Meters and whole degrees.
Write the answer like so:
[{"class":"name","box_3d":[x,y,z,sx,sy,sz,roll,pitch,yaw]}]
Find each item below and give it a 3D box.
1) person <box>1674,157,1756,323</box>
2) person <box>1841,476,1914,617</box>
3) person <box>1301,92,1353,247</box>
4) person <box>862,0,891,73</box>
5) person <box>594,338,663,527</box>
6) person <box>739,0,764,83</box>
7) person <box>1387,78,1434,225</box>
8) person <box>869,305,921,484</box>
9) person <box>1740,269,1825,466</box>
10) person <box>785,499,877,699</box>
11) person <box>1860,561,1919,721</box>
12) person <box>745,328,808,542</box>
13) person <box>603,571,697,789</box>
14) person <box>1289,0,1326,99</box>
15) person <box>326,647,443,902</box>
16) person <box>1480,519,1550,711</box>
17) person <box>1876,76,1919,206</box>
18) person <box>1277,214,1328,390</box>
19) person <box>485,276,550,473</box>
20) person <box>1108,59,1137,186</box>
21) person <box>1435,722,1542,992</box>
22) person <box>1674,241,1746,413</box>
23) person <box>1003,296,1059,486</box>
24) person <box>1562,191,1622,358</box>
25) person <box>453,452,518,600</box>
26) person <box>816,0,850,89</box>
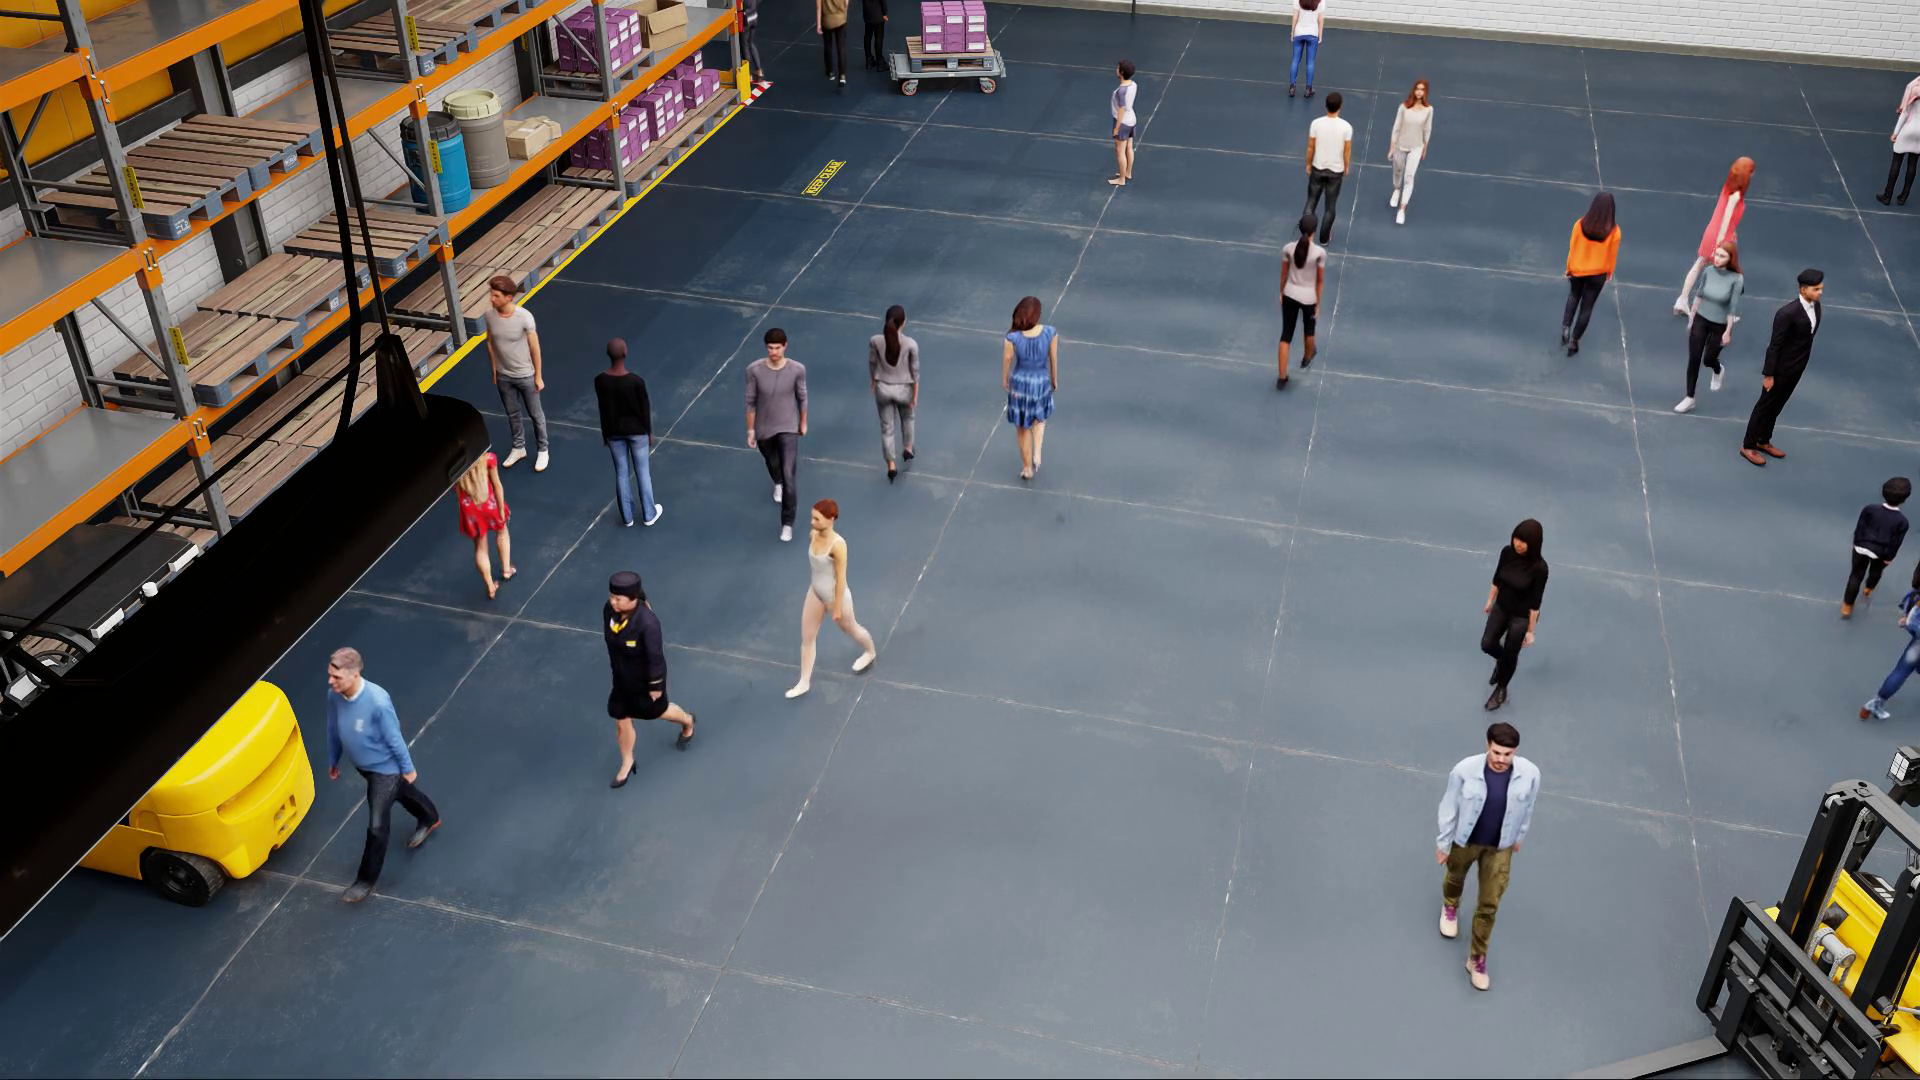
[{"class":"person","box_3d":[7.872,-3.152,17.484,0.715,1.799,0.837,4,34,6]},{"class":"person","box_3d":[7.233,0.070,13.182,0.695,1.197,0.885,22,40,30]},{"class":"person","box_3d":[4.233,-4.265,19.155,0.667,1.803,0.609,13,36,19]},{"class":"person","box_3d":[-1.268,-7.833,24.547,0.722,1.778,0.739,29,43,36]},{"class":"person","box_3d":[-2.837,-0.909,14.155,0.634,1.749,0.596,2,34,3]},{"class":"person","box_3d":[-3.083,-7.539,24.111,0.742,1.770,0.593,18,38,25]},{"class":"person","box_3d":[5.370,-4.724,19.958,0.606,1.680,1.084,9,35,13]},{"class":"person","box_3d":[-0.600,-1.252,14.757,0.697,1.654,0.844,3,34,4]},{"class":"person","box_3d":[7.470,-1.595,15.065,0.743,1.884,0.823,-20,39,-28]},{"class":"person","box_3d":[-0.893,0.394,12.330,1.119,1.601,0.906,-28,43,-35]},{"class":"person","box_3d":[6.867,0.661,11.940,0.907,1.587,1.000,-4,34,-6]},{"class":"person","box_3d":[-1.572,-0.999,14.233,0.868,1.812,1.243,0,34,0]},{"class":"person","box_3d":[-2.156,0.915,11.506,0.954,1.645,1.156,23,40,30]},{"class":"person","box_3d":[4.902,-7.112,23.545,0.610,1.685,0.541,11,35,16]},{"class":"person","box_3d":[-3.693,1.372,10.703,0.880,1.772,1.211,18,38,25]},{"class":"person","box_3d":[4.097,0.506,12.136,0.817,1.627,0.765,-25,41,-33]},{"class":"person","box_3d":[11.582,-4.960,20.201,0.669,1.803,0.633,3,34,5]},{"class":"person","box_3d":[3.299,-2.290,16.269,0.705,1.710,1.081,14,36,20]},{"class":"person","box_3d":[-3.976,-1.516,14.937,0.643,1.894,0.542,8,34,12]},{"class":"person","box_3d":[2.055,-5.251,20.855,0.673,1.565,0.529,17,37,23]},{"class":"person","box_3d":[3.156,1.763,10.107,0.728,1.780,0.988,6,34,9]},{"class":"person","box_3d":[7.223,-2.047,15.888,0.999,1.726,0.895,-24,40,-31]},{"class":"person","box_3d":[0.643,-1.268,14.653,0.810,1.796,0.859,-7,34,-11]},{"class":"person","box_3d":[6.325,-2.656,16.794,0.722,1.738,0.749,23,40,31]},{"class":"person","box_3d":[-3.842,-0.209,13.256,0.683,1.579,0.766,-5,34,-7]},{"class":"person","box_3d":[-1.789,-7.391,23.846,0.950,1.816,1.264,-4,34,-6]}]
